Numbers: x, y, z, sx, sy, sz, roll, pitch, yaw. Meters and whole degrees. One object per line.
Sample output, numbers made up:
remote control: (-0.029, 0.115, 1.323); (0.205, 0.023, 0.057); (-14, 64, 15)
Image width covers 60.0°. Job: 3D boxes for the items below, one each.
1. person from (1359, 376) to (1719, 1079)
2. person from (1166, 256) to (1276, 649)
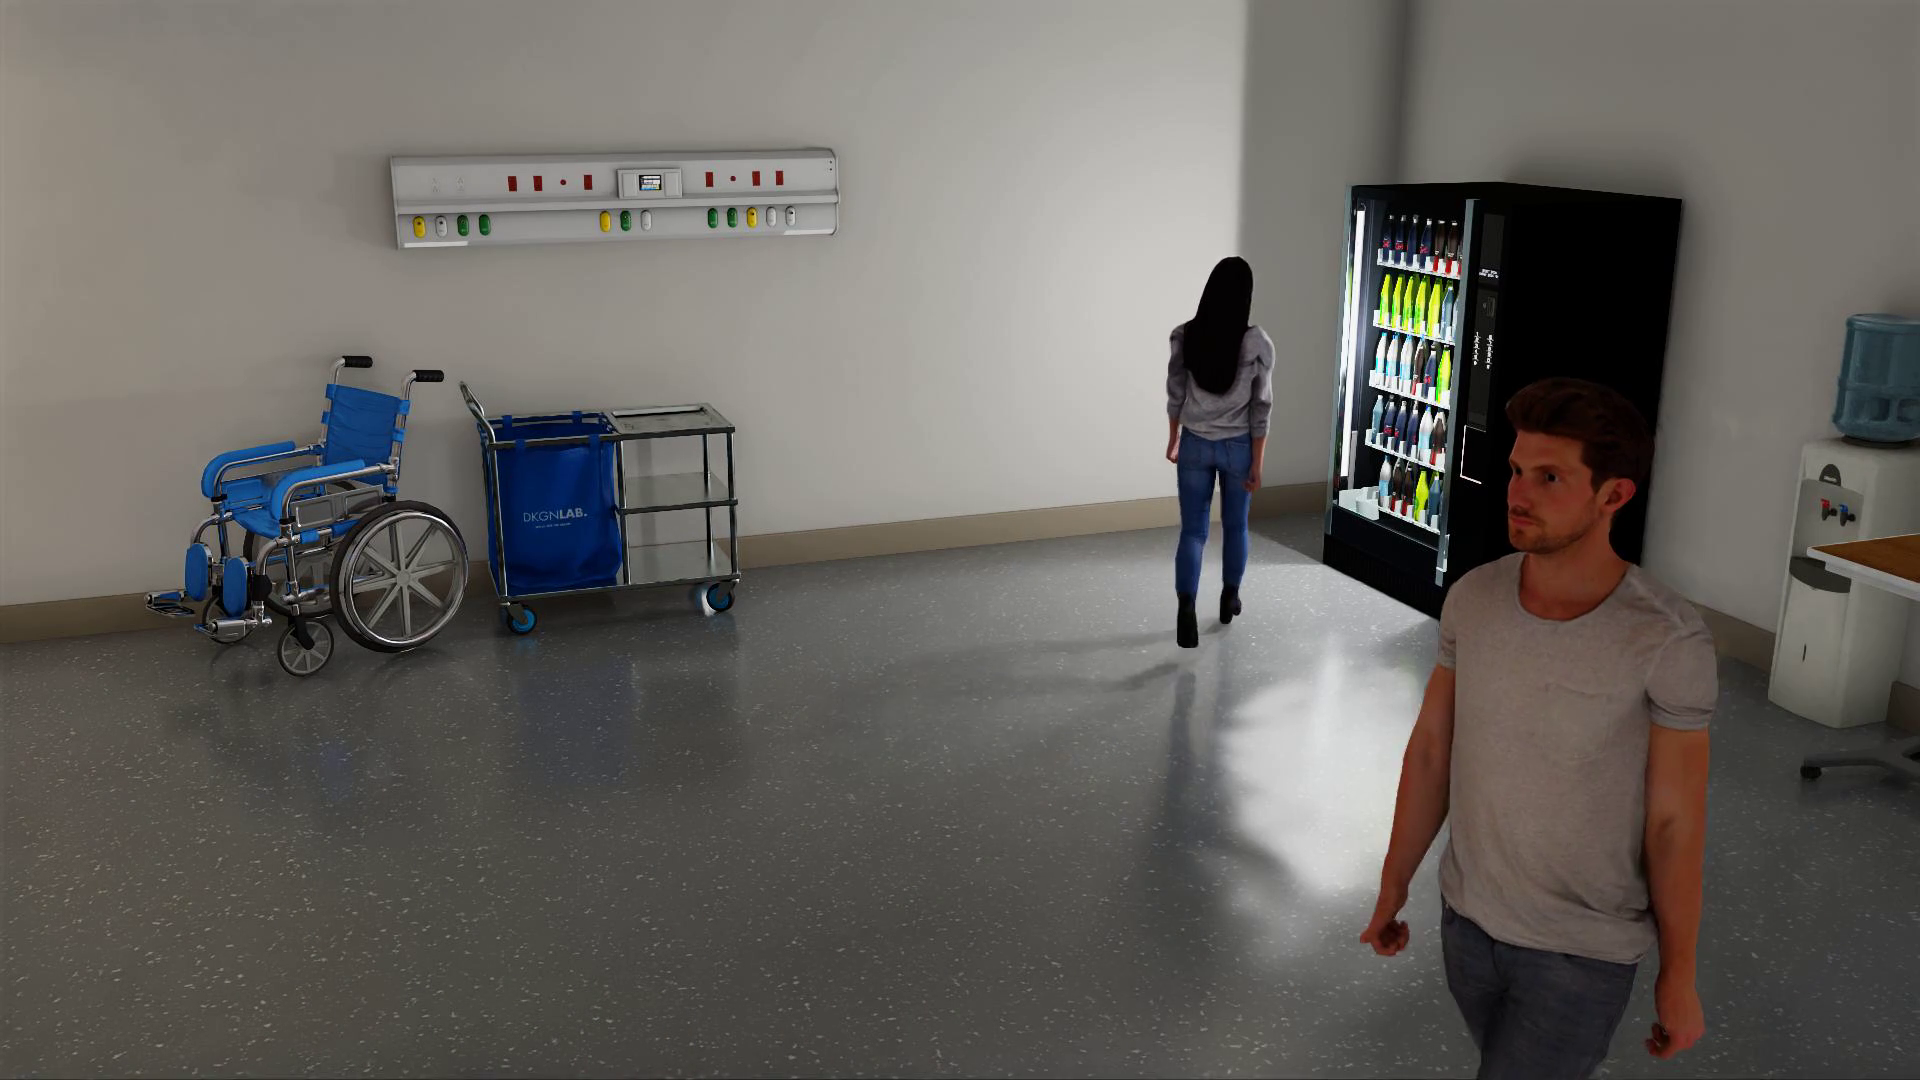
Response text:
person: (1.058, 0.656, 2.884); (0.960, 1.852, 1.219); (-10, 19, -32)
person: (1.031, -0.320, 6.818); (0.972, 1.594, 1.139); (4, 16, 13)
